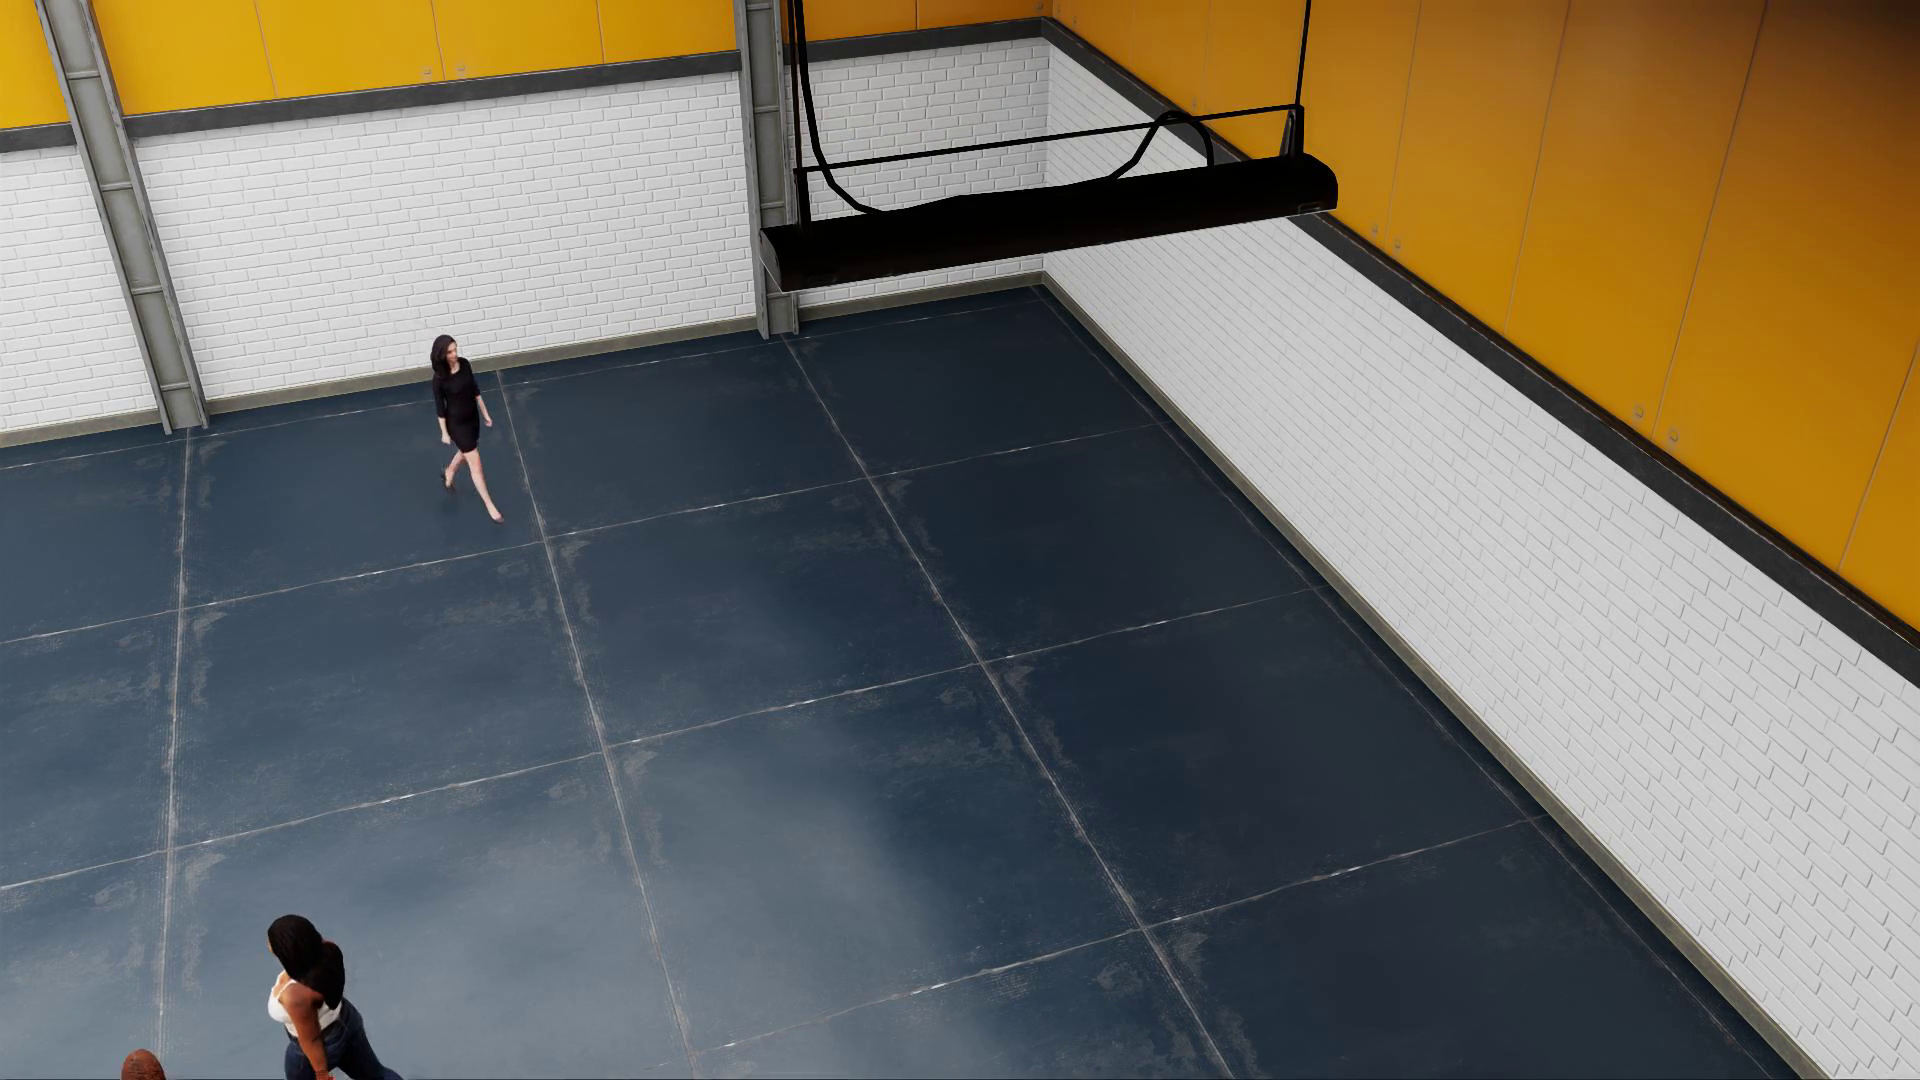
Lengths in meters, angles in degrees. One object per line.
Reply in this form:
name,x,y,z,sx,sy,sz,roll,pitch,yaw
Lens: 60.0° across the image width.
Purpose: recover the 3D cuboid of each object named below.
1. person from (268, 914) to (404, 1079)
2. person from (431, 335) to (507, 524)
person,-3.322,2.718,8.989,1.286,1.765,1.034,5,34,7
person,-4.406,-1.007,14.591,1.109,1.768,1.065,15,37,22
